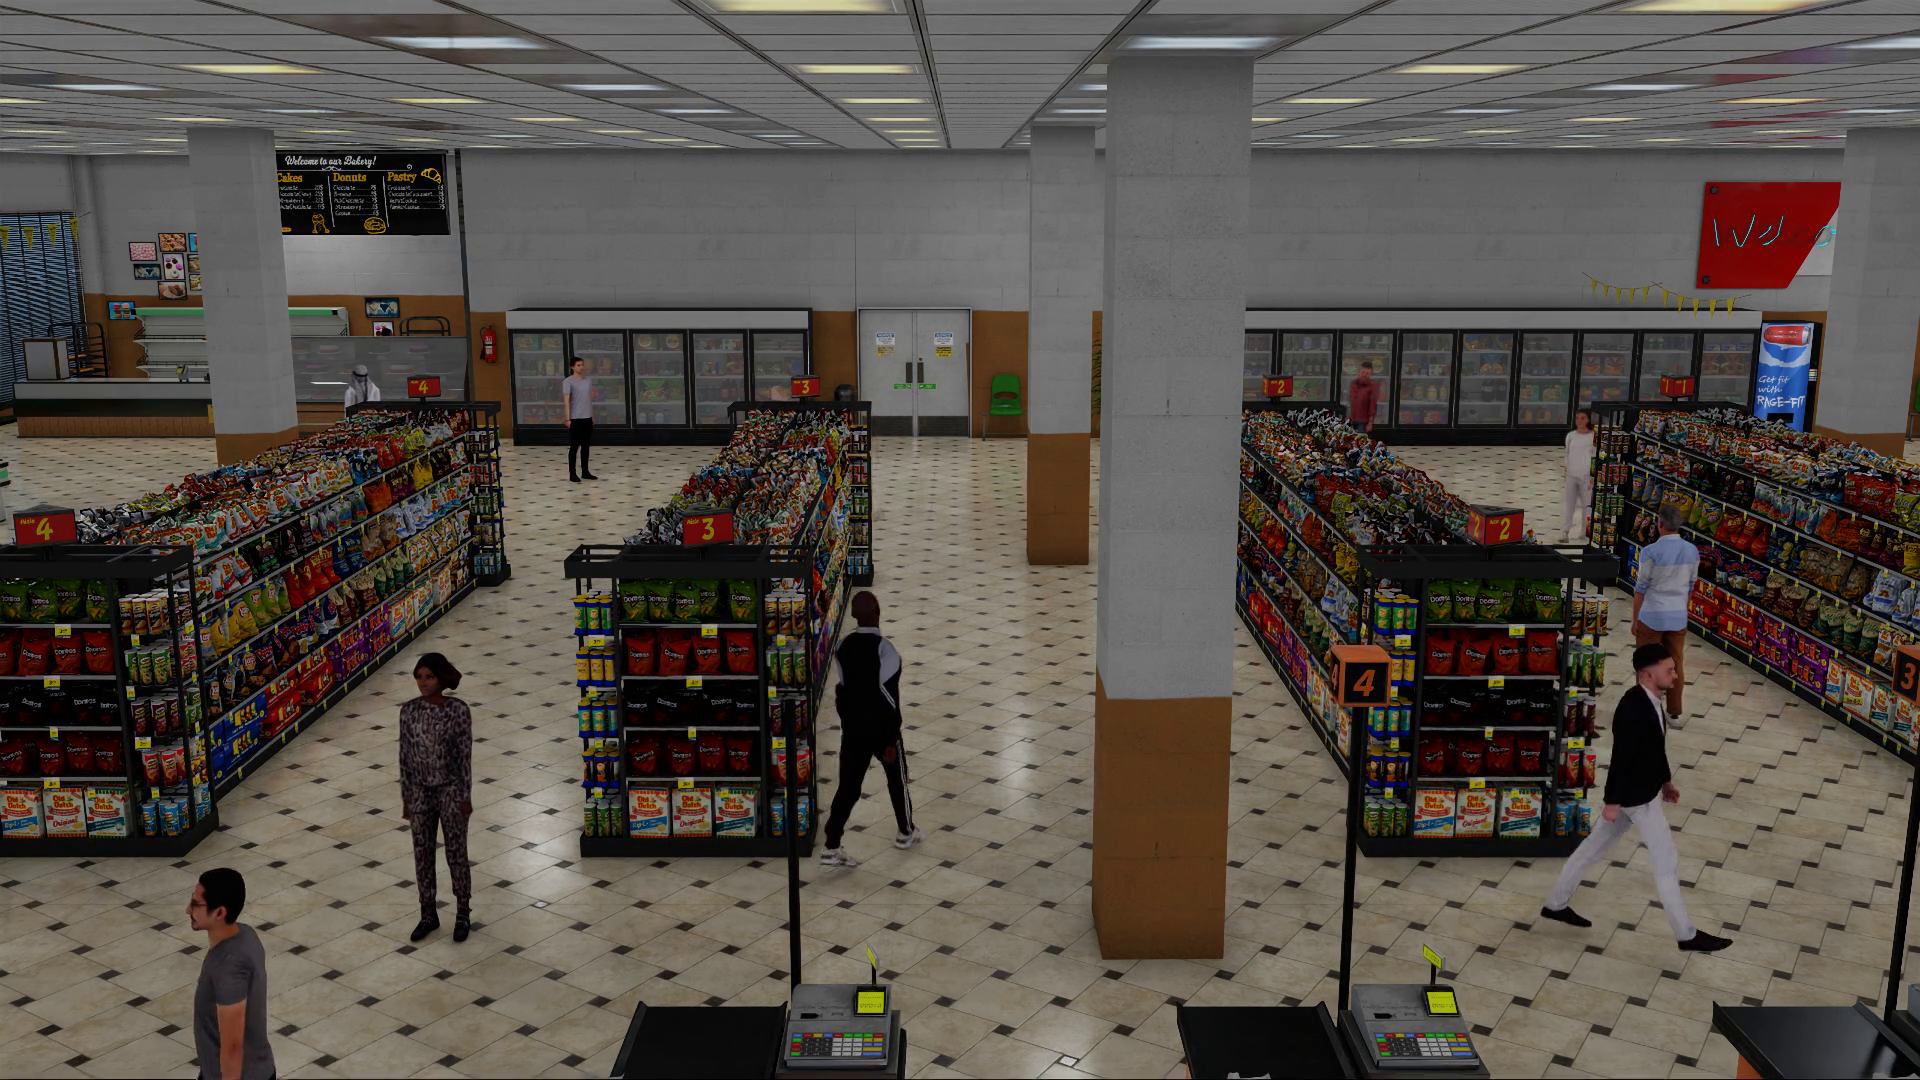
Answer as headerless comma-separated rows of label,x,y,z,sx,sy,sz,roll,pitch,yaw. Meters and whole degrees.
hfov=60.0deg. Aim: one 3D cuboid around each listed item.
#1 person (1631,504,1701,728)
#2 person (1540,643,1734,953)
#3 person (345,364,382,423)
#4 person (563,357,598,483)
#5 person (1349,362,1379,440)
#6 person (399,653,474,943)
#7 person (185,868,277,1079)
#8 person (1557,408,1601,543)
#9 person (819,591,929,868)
person,5.723,0.618,13.535,0.708,1.824,0.627,-2,12,-9
person,3.759,1.480,9.560,1.094,1.775,1.291,6,13,25
person,-8.364,-1.512,23.402,0.798,1.927,0.847,-10,16,-40
person,-5.729,-1.829,25.061,0.796,1.862,0.709,10,15,39
person,6.046,-1.793,25.058,1.035,1.793,0.881,-4,13,-19
person,-3.029,1.487,9.675,0.590,1.713,0.584,1,12,6
person,-2.771,2.132,6.593,1.042,1.722,1.160,-6,13,-26
person,7.729,-0.781,20.608,0.984,1.648,1.142,8,14,34
person,-0.649,1.244,10.640,1.114,1.792,1.266,9,15,38
